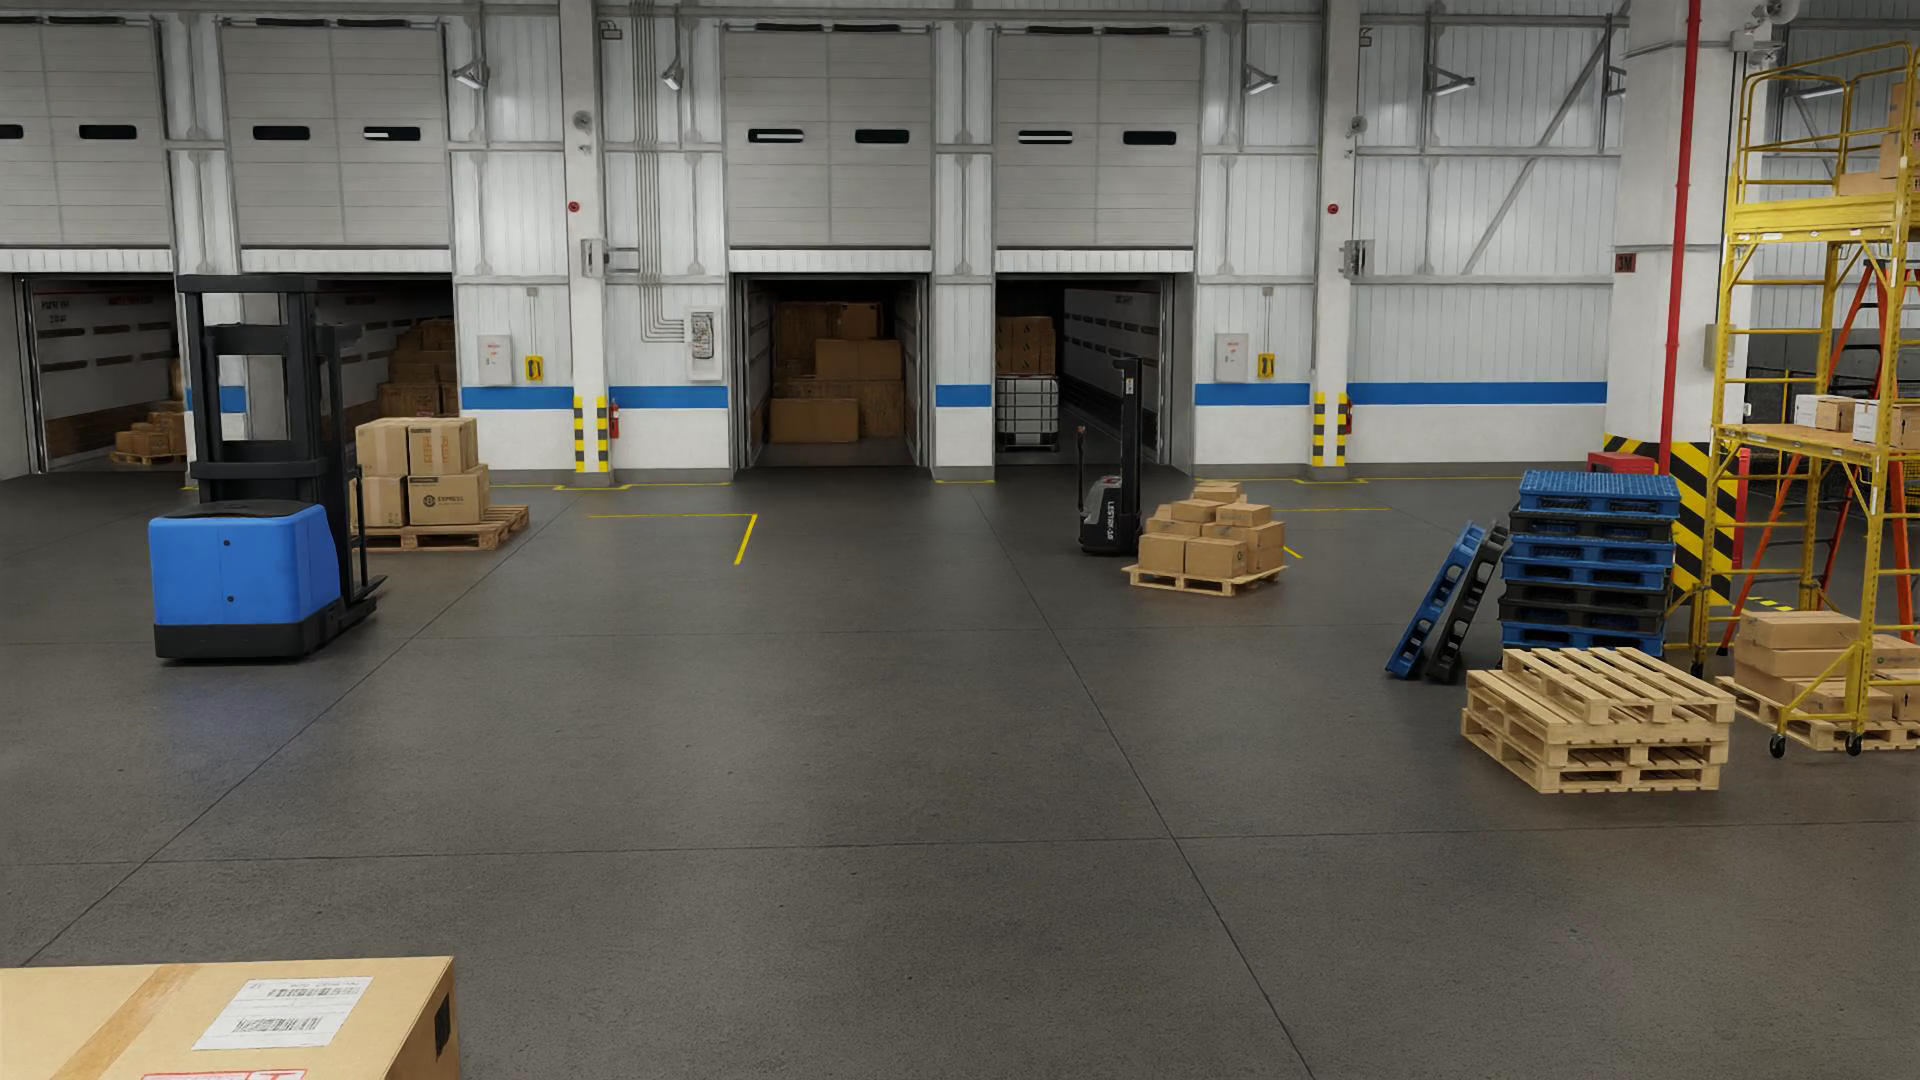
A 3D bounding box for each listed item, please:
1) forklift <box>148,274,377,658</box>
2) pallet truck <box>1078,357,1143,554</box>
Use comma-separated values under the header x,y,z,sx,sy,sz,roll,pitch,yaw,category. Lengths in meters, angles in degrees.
x,y,z,sx,sy,sz,roll,pitch,yaw,category
-5.348,-0.627,12.681,1.129,2.768,1.873,-1,9,-4,forklift
2.088,-0.836,16.757,1.885,1.965,0.823,2,9,13,pallet truck
